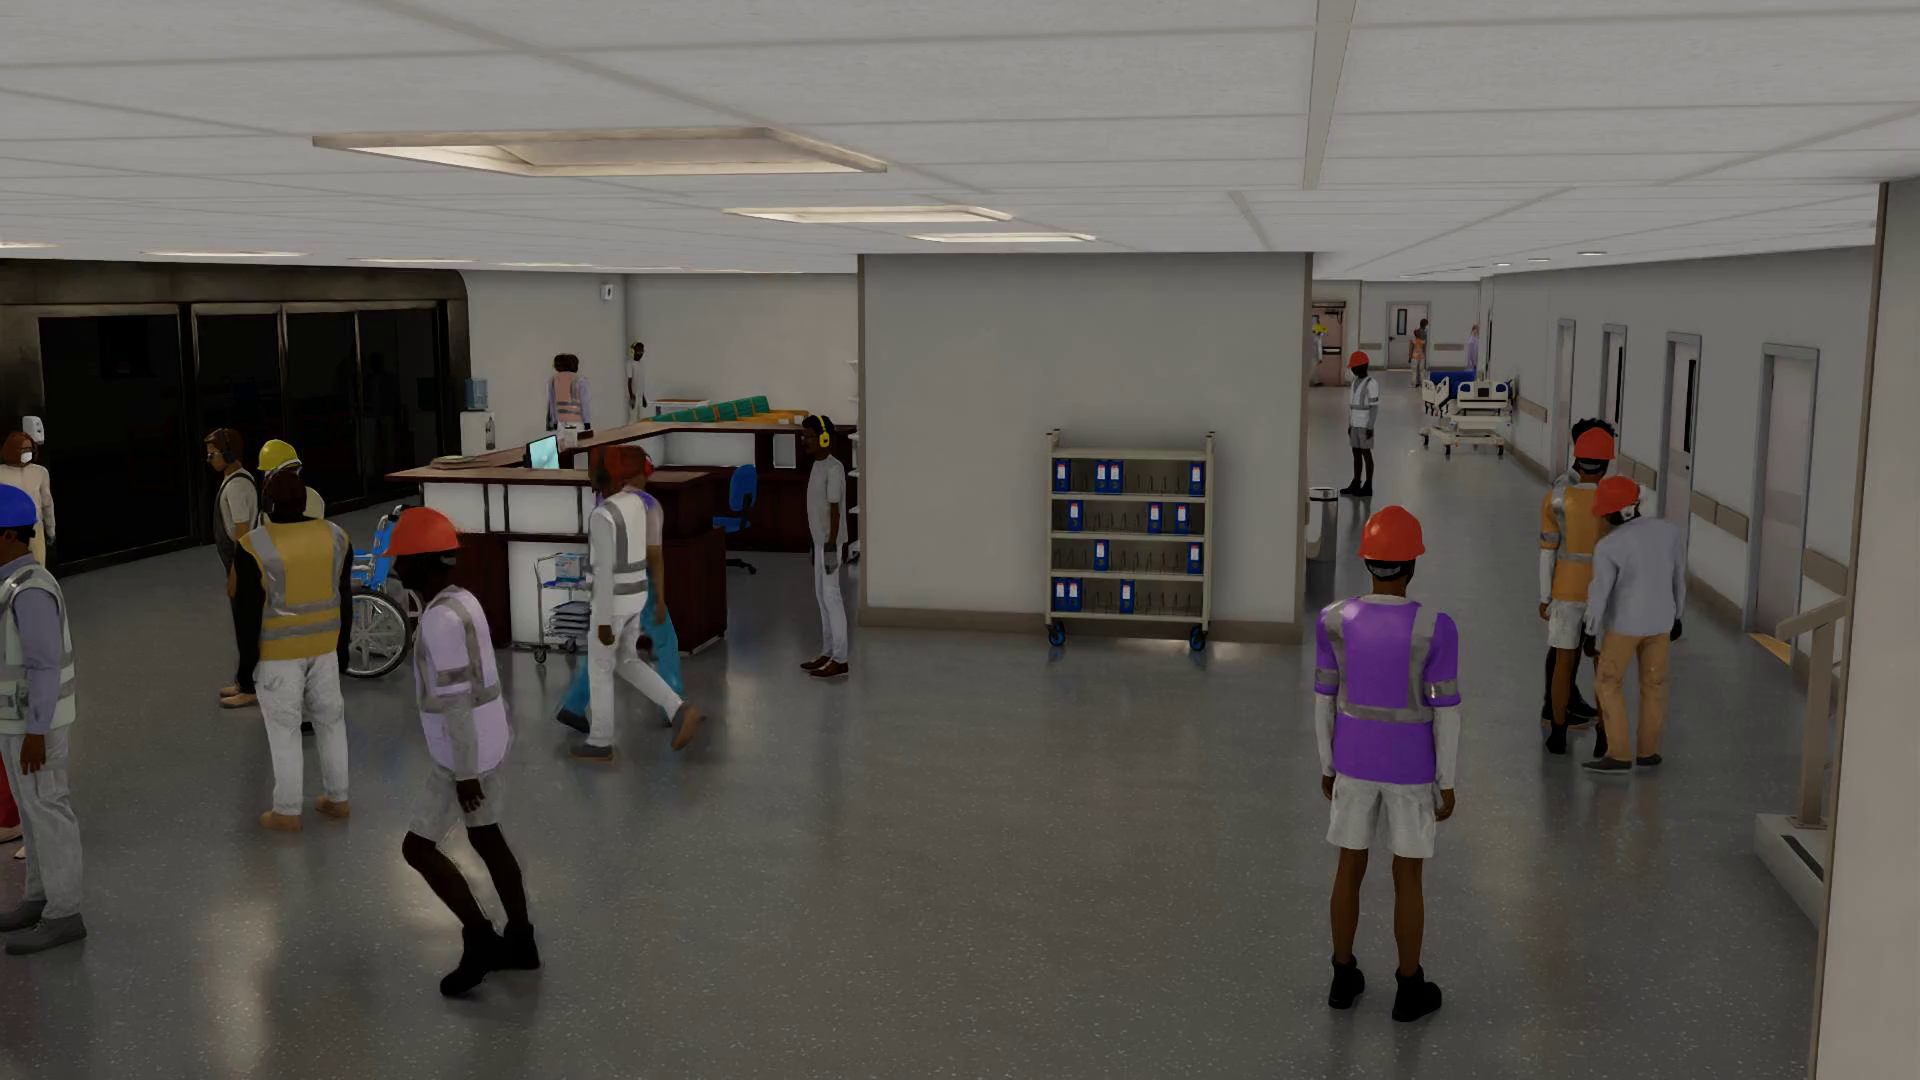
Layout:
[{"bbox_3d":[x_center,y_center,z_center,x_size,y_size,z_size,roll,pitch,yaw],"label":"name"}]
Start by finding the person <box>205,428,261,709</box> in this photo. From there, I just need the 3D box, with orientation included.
[{"bbox_3d":[-4.752,0.181,10.939,0.346,1.841,0.506,-3,9,-20],"label":"person"}]

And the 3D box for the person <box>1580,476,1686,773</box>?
[{"bbox_3d":[3.829,0.479,9.445,0.635,1.700,0.334,-2,9,-15],"label":"person"}]

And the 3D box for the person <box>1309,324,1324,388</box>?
[{"bbox_3d":[9.872,-5.116,46.351,0.825,1.772,0.641,-5,10,-30],"label":"person"}]

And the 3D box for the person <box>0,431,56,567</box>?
[{"bbox_3d":[-7.444,-0.054,13.229,0.285,1.627,0.504,5,10,29],"label":"person"}]

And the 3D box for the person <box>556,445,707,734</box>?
[{"bbox_3d":[-2.050,0.316,10.255,0.582,1.801,0.889,8,12,42],"label":"person"}]

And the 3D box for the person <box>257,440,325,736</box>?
[{"bbox_3d":[-4.116,0.295,10.227,0.403,1.826,0.595,1,9,3],"label":"person"}]

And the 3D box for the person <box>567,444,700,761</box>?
[{"bbox_3d":[-1.923,0.375,9.576,0.718,1.866,0.585,3,9,17],"label":"person"}]

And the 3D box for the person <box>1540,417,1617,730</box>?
[{"bbox_3d":[3.869,0.205,10.418,0.385,1.955,0.609,6,11,36],"label":"person"}]

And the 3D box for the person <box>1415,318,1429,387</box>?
[{"bbox_3d":[12.932,-5.240,46.633,0.377,1.931,0.636,3,9,17],"label":"person"}]

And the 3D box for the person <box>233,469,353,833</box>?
[{"bbox_3d":[-3.384,0.557,8.451,0.429,1.841,0.631,7,11,37],"label":"person"}]

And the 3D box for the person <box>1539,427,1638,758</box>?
[{"bbox_3d":[3.679,0.308,9.768,0.543,1.939,0.362,4,9,25],"label":"person"}]

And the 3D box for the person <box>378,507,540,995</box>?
[{"bbox_3d":[-1.963,0.819,6.532,0.567,1.901,0.563,-1,9,-6],"label":"person"}]

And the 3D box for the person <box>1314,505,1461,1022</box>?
[{"bbox_3d":[1.602,0.836,6.257,0.545,1.943,0.347,5,10,30],"label":"person"}]

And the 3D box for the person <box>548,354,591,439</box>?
[{"bbox_3d":[-5.407,-1.662,23.174,0.624,1.845,0.430,4,9,24],"label":"person"}]

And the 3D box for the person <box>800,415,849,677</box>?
[{"bbox_3d":[-0.965,0.039,11.826,0.326,1.862,0.508,-3,9,-20],"label":"person"}]

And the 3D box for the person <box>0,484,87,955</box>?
[{"bbox_3d":[-3.894,0.731,6.930,0.389,1.949,0.602,-7,11,-39],"label":"person"}]

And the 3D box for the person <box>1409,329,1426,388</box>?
[{"bbox_3d":[12.770,-5.059,46.432,0.507,1.630,0.316,-3,9,-19],"label":"person"}]

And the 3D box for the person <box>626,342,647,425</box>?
[{"bbox_3d":[-5.403,-2.381,27.864,0.328,1.865,0.517,2,9,14],"label":"person"}]

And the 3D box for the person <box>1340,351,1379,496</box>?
[{"bbox_3d":[5.303,-1.536,22.062,0.391,1.924,0.547,-3,9,-19],"label":"person"}]
